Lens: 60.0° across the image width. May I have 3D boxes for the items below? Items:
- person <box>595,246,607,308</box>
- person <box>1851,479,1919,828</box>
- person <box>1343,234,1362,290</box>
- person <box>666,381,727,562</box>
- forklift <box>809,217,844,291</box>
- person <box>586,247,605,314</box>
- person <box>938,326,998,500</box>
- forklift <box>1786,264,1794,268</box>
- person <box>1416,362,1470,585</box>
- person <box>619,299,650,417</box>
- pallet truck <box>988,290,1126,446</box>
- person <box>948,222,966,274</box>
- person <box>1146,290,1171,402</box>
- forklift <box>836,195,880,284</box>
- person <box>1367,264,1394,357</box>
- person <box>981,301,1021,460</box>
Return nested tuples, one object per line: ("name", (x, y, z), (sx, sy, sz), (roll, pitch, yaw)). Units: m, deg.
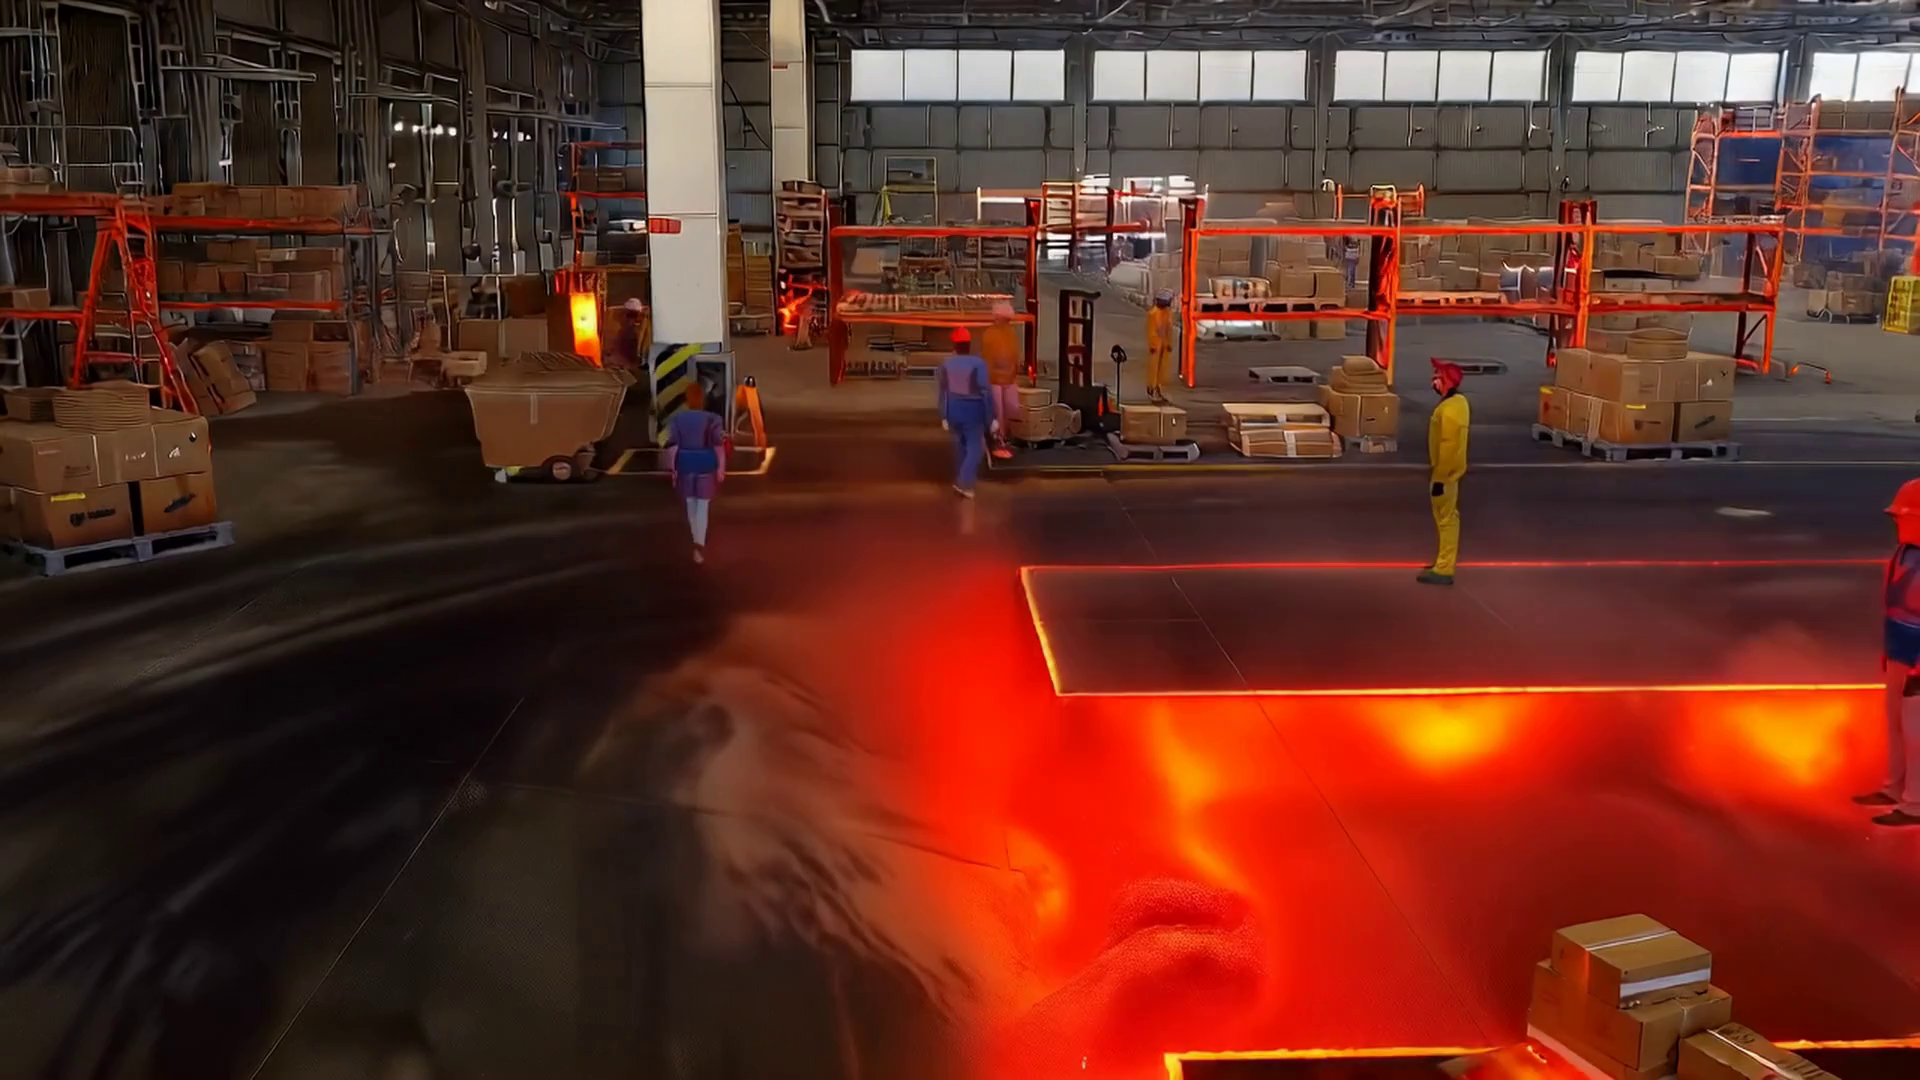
("person", (-9.482, -6.903, 43.742), (0.546, 1.623, 0.373), (4, 13, 19))
("person", (5.203, 0.617, 9.123), (0.391, 1.923, 0.589), (2, 13, 7))
("person", (11.920, -8.525, 50.541), (0.611, 1.853, 1.068), (-1, 13, -3))
("person", (-2.446, -0.645, 15.430), (0.540, 1.655, 0.863), (0, 12, 1))
("forklift", (-4.375, -8.619, 48.637), (1.873, 2.768, 1.129), (0, 12, -2))
("person", (-8.378, -5.760, 38.032), (0.580, 1.862, 0.578), (-8, 15, -33))
("person", (0.066, -1.383, 18.212), (0.664, 1.893, 0.610), (5, 14, 23))
("forklift", (30.521, -11.222, 60.390), (1.873, 2.768, 1.129), (0, 12, -2))
("person", (4.217, -0.579, 14.478), (0.373, 1.940, 0.630), (5, 13, 21))
("person", (-4.751, -2.654, 24.328), (0.723, 1.724, 0.595), (-7, 14, -28))
("pallet truck", (1.257, -2.299, 22.111), (1.885, 1.965, 0.823), (-9, 15, -35))
("person", (-0.123, -9.376, 54.226), (0.658, 1.924, 0.443), (5, 14, 23))
("person", (3.144, -3.044, 26.071), (0.311, 1.736, 0.483), (12, 17, 44))
("forklift", (-3.570, -9.521, 52.710), (1.873, 2.768, 1.129), (-7, 14, -28))
("person", (8.194, -4.476, 32.392), (0.523, 1.787, 0.970), (4, 13, 19))
("person", (0.492, -1.996, 20.786), (0.620, 1.979, 0.495), (-10, 16, -37))
